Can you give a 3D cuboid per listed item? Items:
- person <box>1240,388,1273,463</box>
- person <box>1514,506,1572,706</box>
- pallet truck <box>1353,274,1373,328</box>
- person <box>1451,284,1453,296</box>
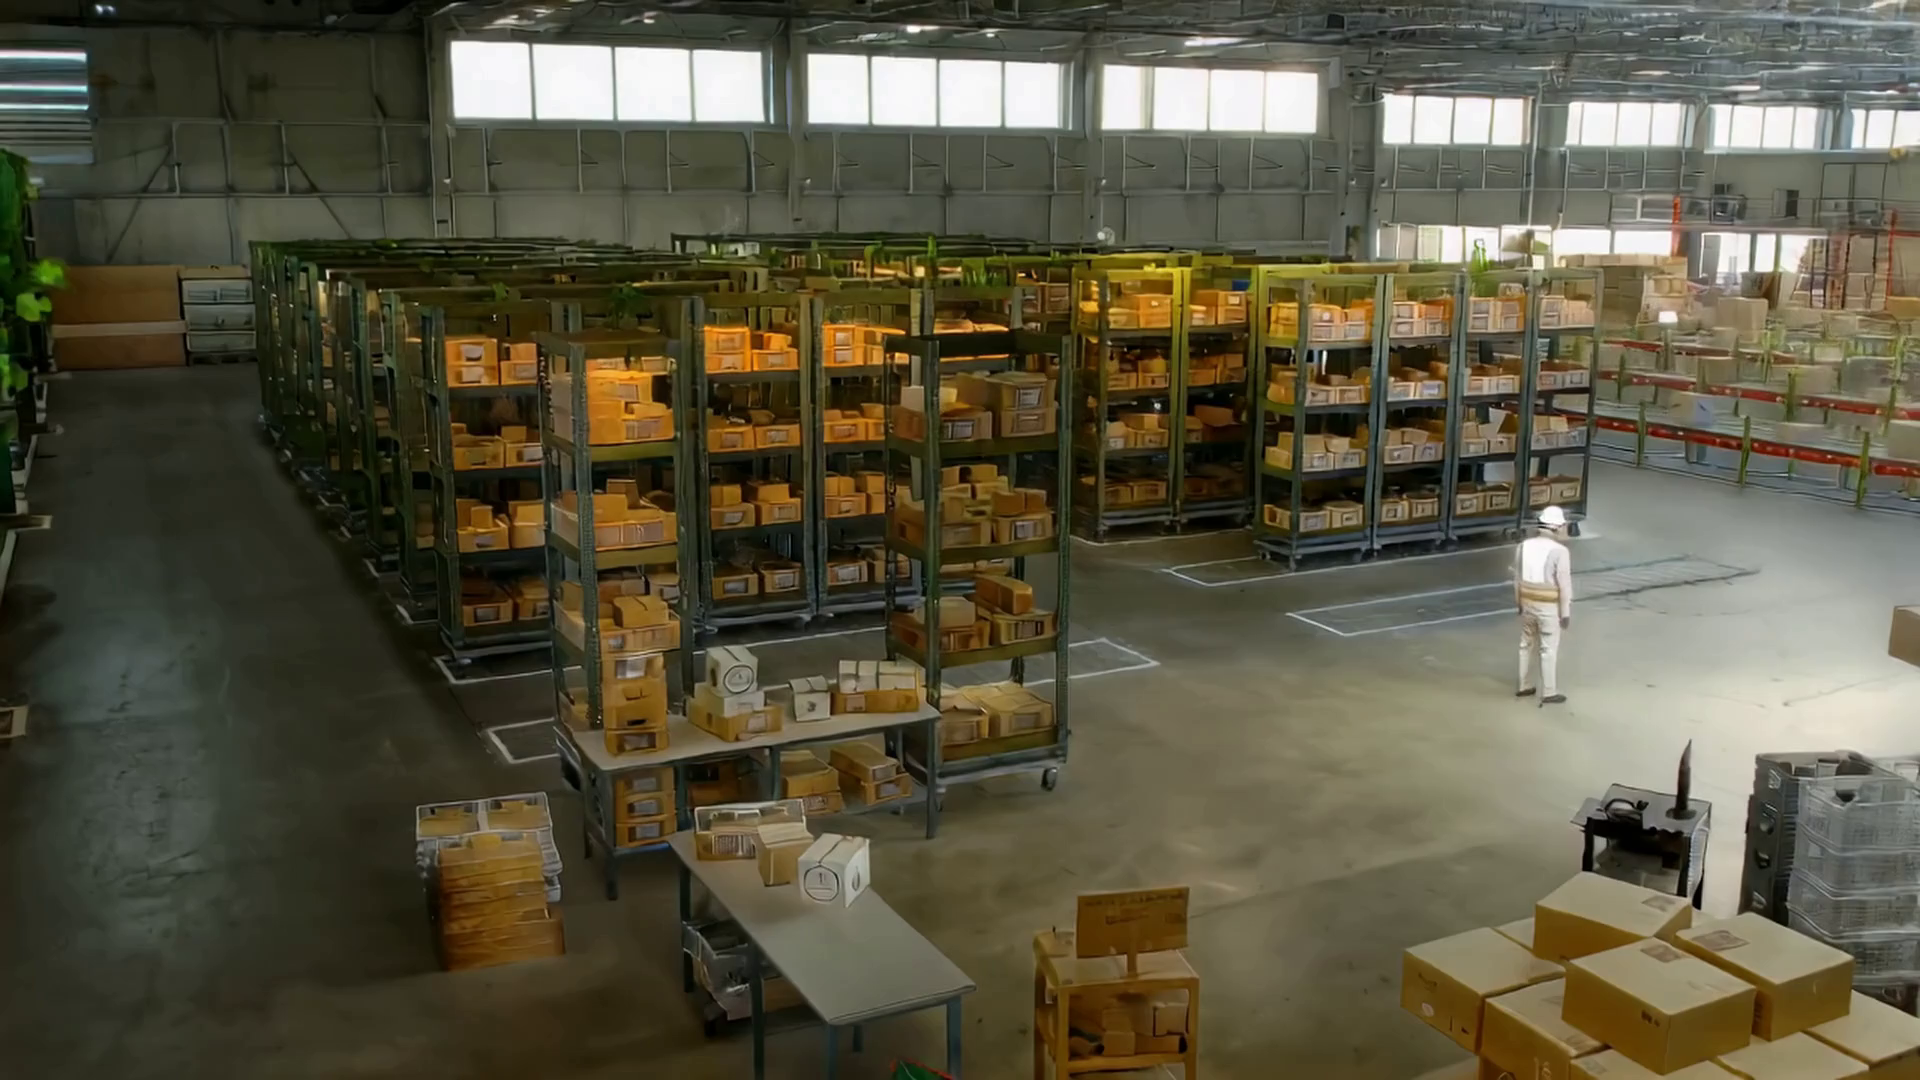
[{"bbox_3d":[4.610,-1.616,25.381,0.993,1.893,0.604,-8,15,-34],"label":"person"},{"bbox_3d":[5.335,0.598,15.182,0.403,1.833,0.586,-7,14,-31],"label":"person"},{"bbox_3d":[13.011,-8.050,55.243,0.823,1.965,1.885,-7,14,-28],"label":"pallet truck"},{"bbox_3d":[13.845,-6.369,47.364,0.614,2.021,0.850,5,13,23],"label":"person"}]
